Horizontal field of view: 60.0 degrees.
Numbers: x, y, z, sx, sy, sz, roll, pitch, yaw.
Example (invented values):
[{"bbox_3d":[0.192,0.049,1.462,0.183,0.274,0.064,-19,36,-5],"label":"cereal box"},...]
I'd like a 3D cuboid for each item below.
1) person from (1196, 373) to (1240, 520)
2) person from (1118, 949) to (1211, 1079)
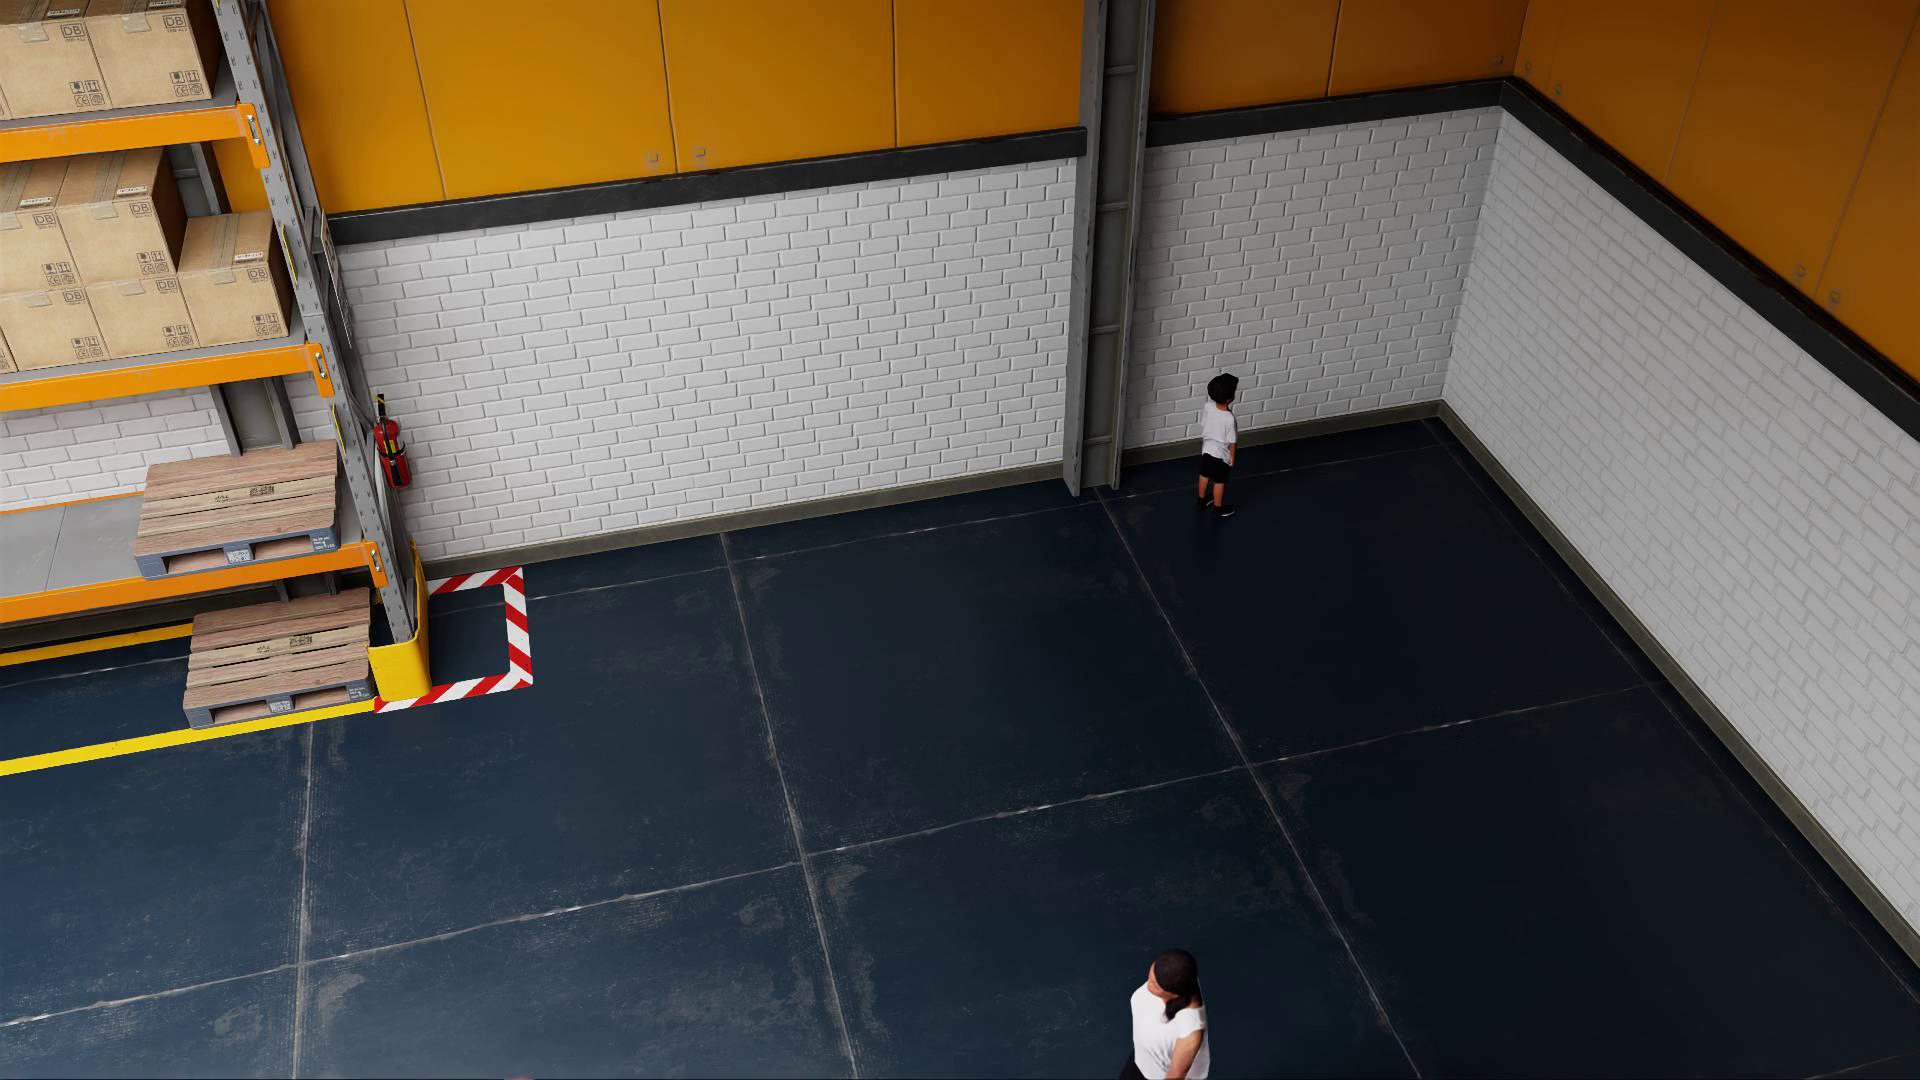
[{"bbox_3d":[1.981,-0.726,12.775,0.606,1.262,0.568,-28,47,-31],"label":"person"},{"bbox_3d":[1.080,2.589,8.299,0.957,1.668,0.725,-5,39,-6],"label":"person"}]
